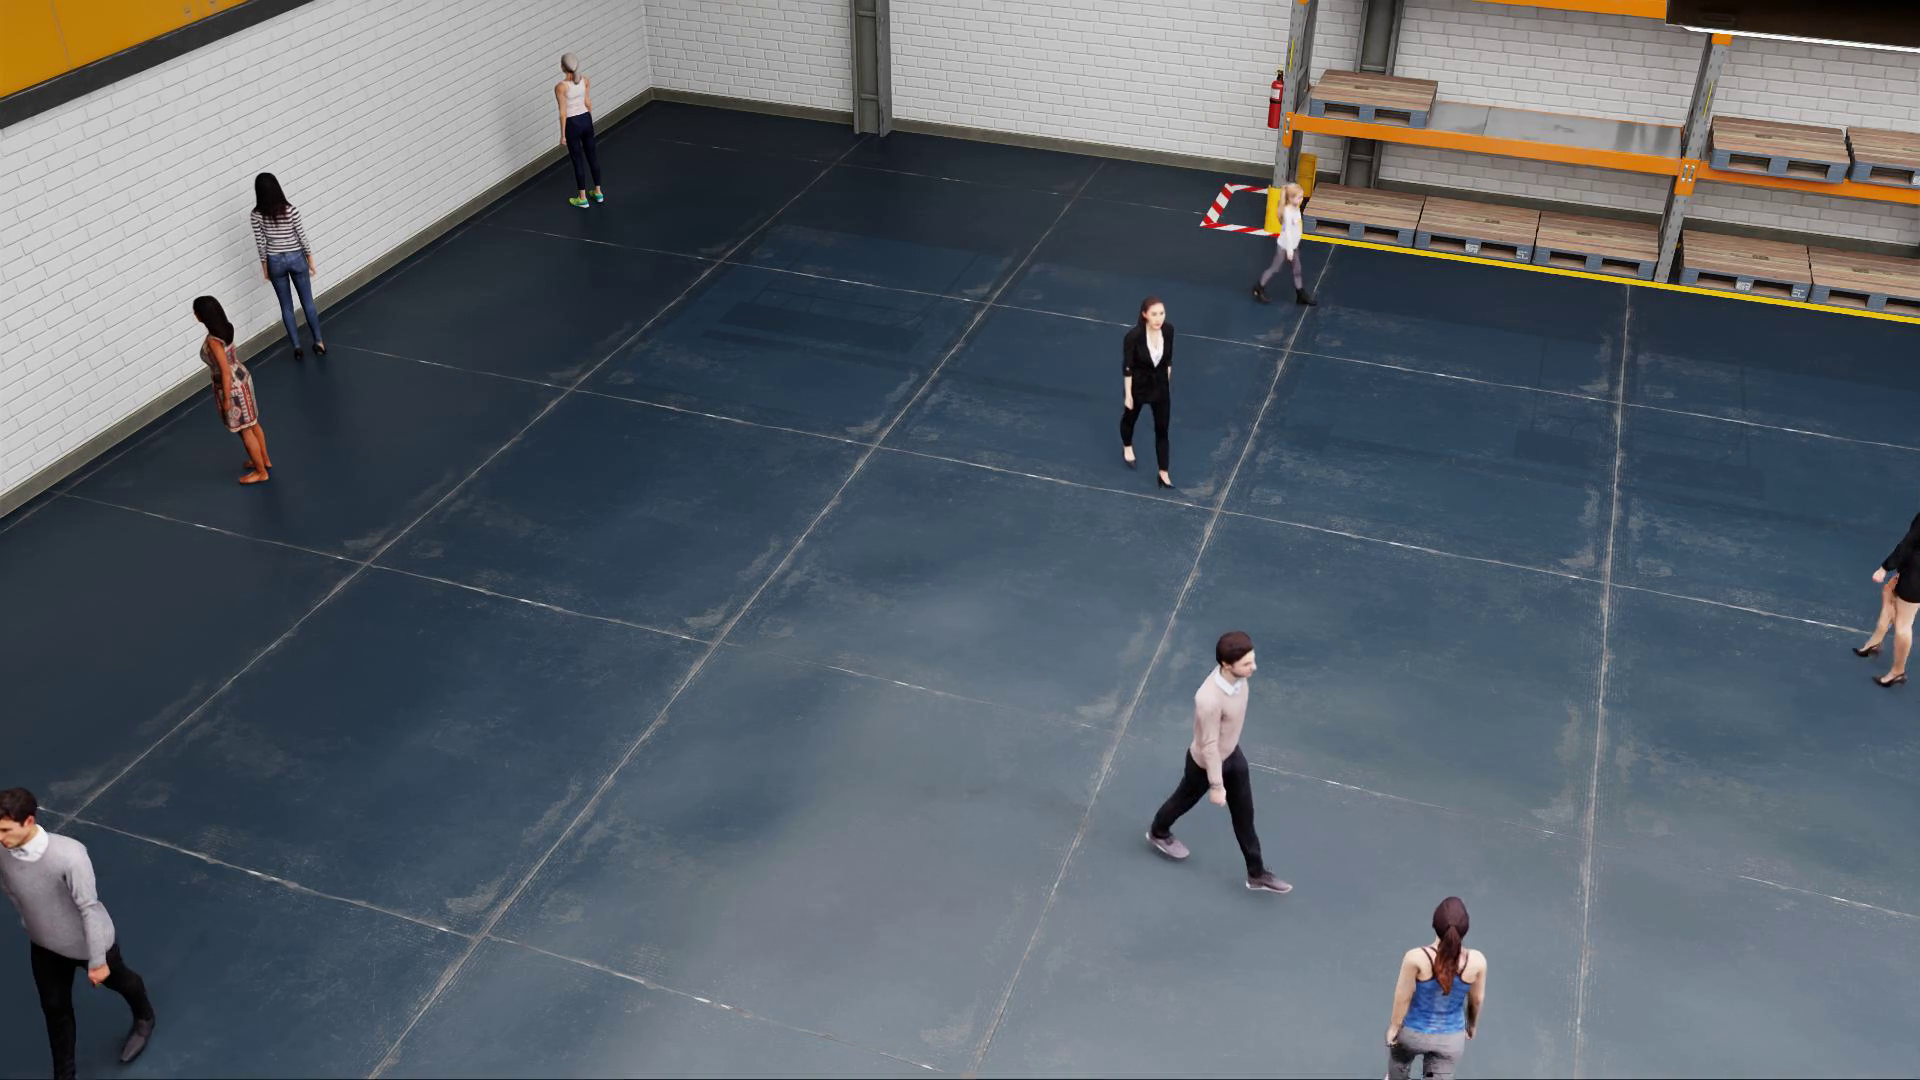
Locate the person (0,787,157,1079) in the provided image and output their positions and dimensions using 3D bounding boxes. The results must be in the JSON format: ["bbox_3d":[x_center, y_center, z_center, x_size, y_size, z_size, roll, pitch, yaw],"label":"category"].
[{"bbox_3d":[-4.452,1.941,8.458,1.066,1.890,0.924,6,34,8],"label":"person"}]

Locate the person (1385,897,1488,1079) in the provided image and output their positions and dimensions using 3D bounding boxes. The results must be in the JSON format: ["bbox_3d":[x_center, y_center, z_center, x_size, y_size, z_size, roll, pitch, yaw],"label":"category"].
[{"bbox_3d":[2.265,2.424,8.010,1.024,1.582,0.812,2,34,3],"label":"person"}]

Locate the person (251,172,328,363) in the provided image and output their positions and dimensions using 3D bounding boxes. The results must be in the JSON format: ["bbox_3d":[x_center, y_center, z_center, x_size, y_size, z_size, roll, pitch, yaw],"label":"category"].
[{"bbox_3d":[-6.150,-2.487,15.207,0.647,1.794,0.736,-10,35,-14],"label":"person"}]

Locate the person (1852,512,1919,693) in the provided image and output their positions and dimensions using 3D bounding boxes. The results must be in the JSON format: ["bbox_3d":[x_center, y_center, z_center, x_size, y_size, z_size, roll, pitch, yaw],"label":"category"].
[{"bbox_3d":[6.440,0.287,11.071,0.768,1.752,0.837,-20,38,-27],"label":"person"}]

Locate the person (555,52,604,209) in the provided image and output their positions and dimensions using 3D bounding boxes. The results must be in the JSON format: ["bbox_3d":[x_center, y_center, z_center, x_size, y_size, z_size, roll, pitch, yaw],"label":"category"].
[{"bbox_3d":[-4.208,-4.538,18.375,0.651,1.702,0.664,26,42,34],"label":"person"}]

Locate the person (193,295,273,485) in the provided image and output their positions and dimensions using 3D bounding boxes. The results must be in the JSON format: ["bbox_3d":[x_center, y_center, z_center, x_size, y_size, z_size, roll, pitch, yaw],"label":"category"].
[{"bbox_3d":[-5.879,-1.230,13.452,0.715,1.644,0.720,-6,34,-9],"label":"person"}]

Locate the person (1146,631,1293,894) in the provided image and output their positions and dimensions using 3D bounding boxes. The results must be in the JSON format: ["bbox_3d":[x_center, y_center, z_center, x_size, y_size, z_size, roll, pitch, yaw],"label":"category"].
[{"bbox_3d":[1.398,1.248,9.621,1.256,1.757,0.870,22,39,29],"label":"person"}]

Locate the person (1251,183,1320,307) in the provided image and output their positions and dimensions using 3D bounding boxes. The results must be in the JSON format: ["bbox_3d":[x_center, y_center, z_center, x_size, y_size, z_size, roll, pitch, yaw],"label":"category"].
[{"bbox_3d":[3.140,-2.883,16.291,0.926,1.252,0.573,16,37,22],"label":"person"}]

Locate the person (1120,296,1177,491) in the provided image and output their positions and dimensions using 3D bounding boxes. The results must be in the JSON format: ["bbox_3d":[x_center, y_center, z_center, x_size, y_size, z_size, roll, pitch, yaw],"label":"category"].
[{"bbox_3d":[1.475,-1.249,13.505,1.086,1.616,1.079,-10,35,-15],"label":"person"}]
